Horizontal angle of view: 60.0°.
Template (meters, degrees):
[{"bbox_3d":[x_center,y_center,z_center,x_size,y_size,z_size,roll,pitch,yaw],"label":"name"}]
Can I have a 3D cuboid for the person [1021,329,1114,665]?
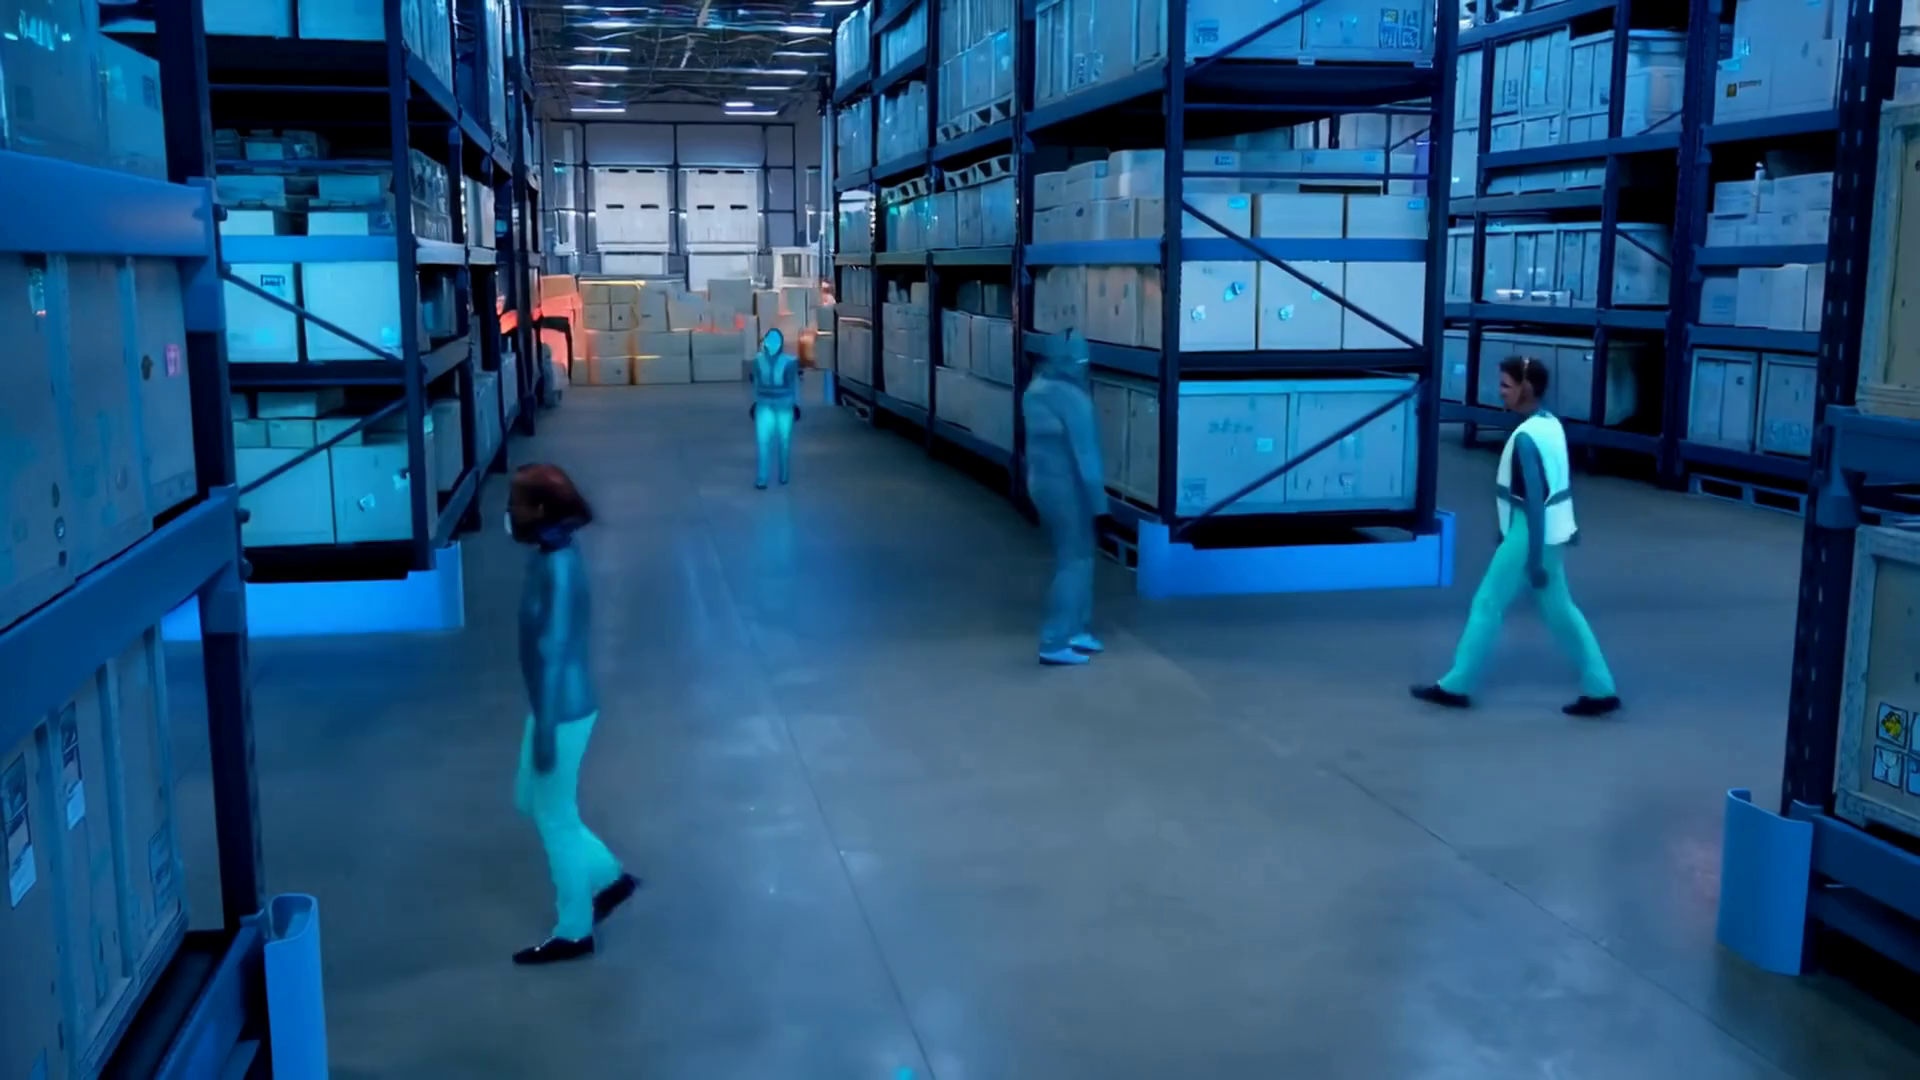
[{"bbox_3d":[0.691,-0.235,9.288,0.628,1.874,0.674,-4,10,-23],"label":"person"}]

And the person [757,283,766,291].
[{"bbox_3d":[-7.763,-9.303,65.364,0.522,1.613,0.719,7,12,38],"label":"person"}]

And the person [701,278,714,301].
[{"bbox_3d":[-7.770,-7.226,51.815,0.640,1.920,0.833,-4,10,-25],"label":"person"}]

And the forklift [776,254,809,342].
[{"bbox_3d":[-4.821,-7.011,47.557,1.129,2.768,1.873,-3,10,-15],"label":"forklift"}]

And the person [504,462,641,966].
[{"bbox_3d":[-1.290,0.553,5.277,0.364,1.617,0.518,-2,10,-12],"label":"person"}]

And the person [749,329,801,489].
[{"bbox_3d":[-1.860,-1.311,16.706,0.537,1.594,0.834,0,9,1],"label":"person"}]

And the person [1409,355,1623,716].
[{"bbox_3d":[2.819,-0.011,8.213,1.007,1.795,0.581,5,11,29],"label":"person"}]

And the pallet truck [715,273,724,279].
[{"bbox_3d":[-8.580,-8.986,62.280,1.885,1.965,0.823,1,9,5],"label":"pallet truck"}]

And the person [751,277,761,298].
[{"bbox_3d":[-7.406,-8.523,59.844,0.585,1.866,0.465,9,13,43],"label":"person"}]

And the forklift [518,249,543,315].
[{"bbox_3d":[-14.410,-8.377,55.886,1.873,2.768,1.129,3,10,19],"label":"forklift"}]
